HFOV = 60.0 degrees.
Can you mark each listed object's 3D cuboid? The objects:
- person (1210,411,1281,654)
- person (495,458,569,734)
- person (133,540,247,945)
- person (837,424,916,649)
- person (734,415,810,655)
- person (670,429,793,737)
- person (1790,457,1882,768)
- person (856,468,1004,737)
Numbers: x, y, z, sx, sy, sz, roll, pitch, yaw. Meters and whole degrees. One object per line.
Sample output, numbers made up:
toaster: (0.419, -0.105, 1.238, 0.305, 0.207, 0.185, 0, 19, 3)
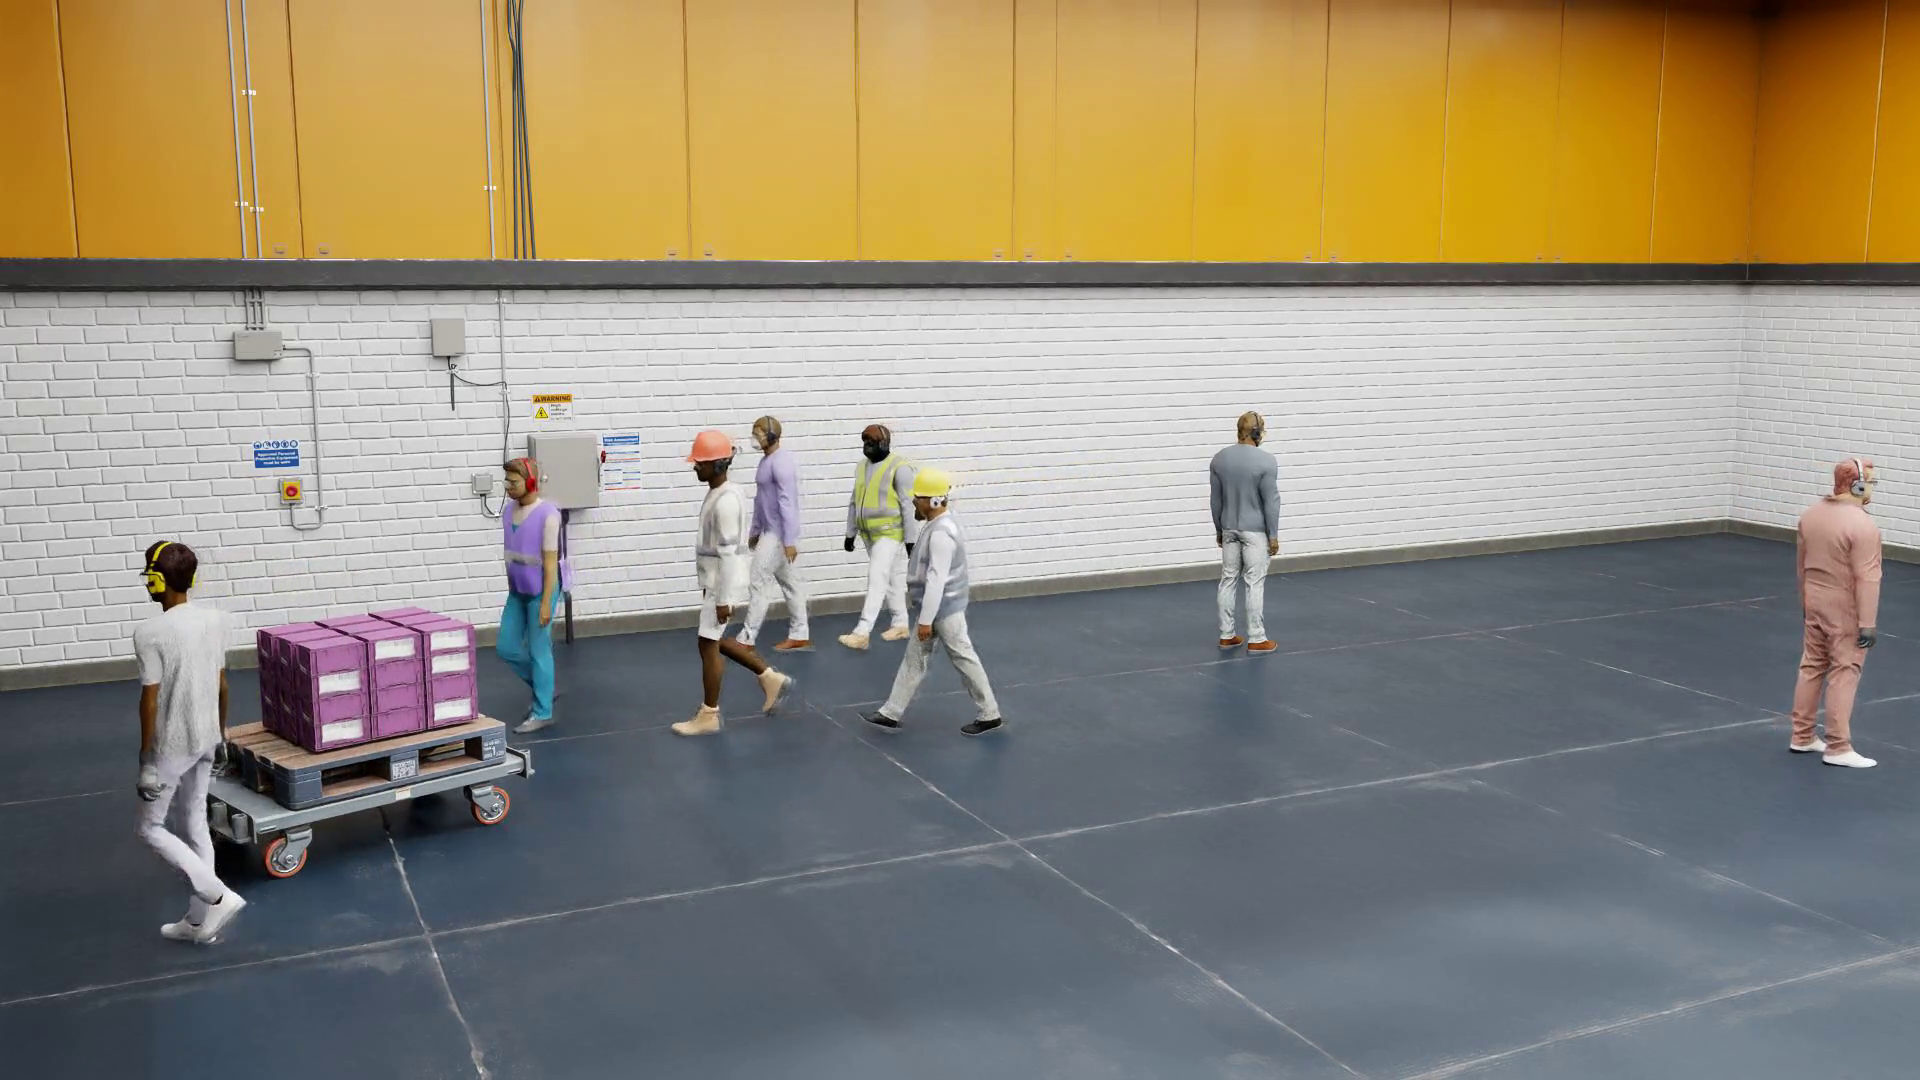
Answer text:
person: (2.279, -0.058, 13.267, 0.627, 1.933, 0.371, 9, 13, 44)
person: (-2.823, 0.366, 10.962, 0.562, 1.831, 0.441, 8, 12, 40)
person: (-3.463, 0.923, 7.400, 0.437, 1.853, 0.530, 3, 10, 19)
person: (-0.727, -0.027, 13.475, 0.906, 1.800, 0.653, -8, 12, -40)
person: (-1.589, -0.022, 13.103, 0.883, 1.906, 0.661, -2, 9, -15)
person: (-1.517, 0.279, 10.871, 0.734, 2.027, 0.628, -2, 9, -10)
person: (5.452, 0.437, 10.273, 0.404, 1.906, 0.651, -1, 9, -8)
person: (-0.165, 0.419, 10.776, 0.986, 1.777, 0.607, -1, 9, -5)
